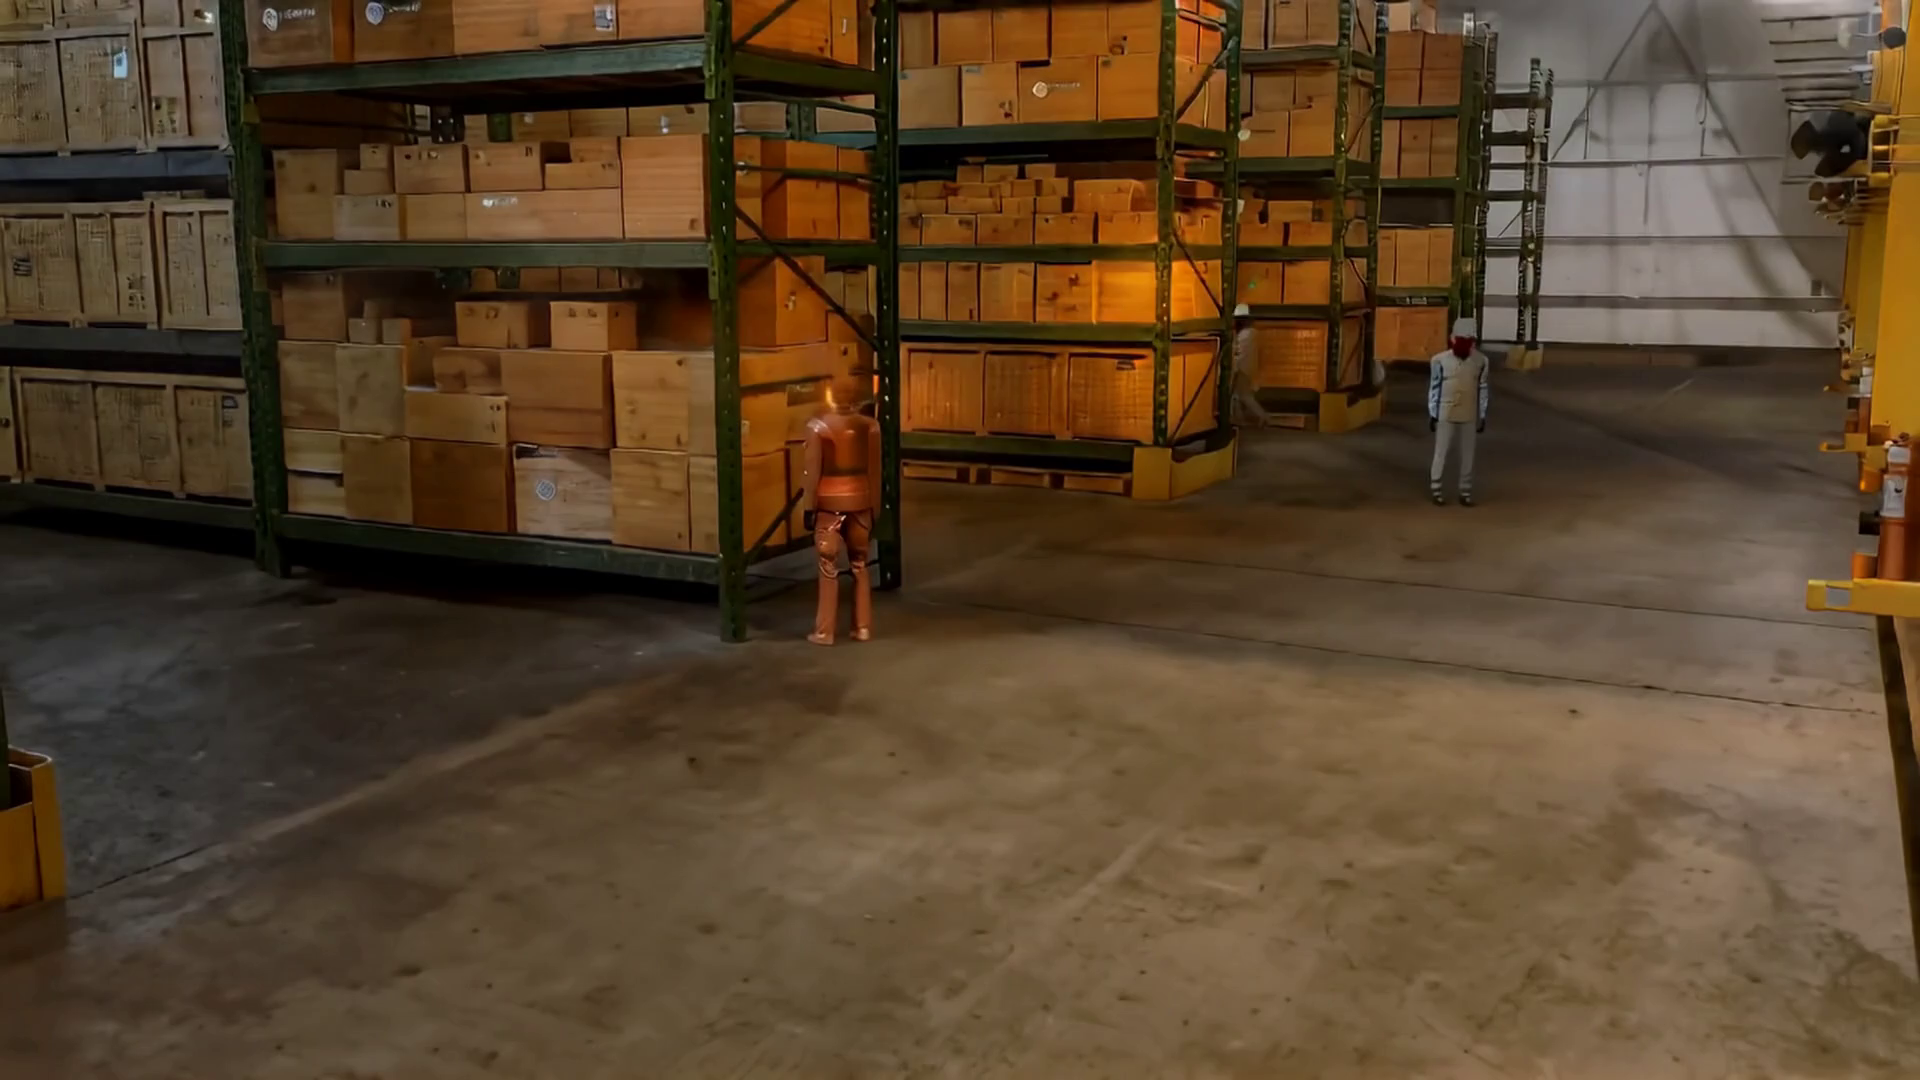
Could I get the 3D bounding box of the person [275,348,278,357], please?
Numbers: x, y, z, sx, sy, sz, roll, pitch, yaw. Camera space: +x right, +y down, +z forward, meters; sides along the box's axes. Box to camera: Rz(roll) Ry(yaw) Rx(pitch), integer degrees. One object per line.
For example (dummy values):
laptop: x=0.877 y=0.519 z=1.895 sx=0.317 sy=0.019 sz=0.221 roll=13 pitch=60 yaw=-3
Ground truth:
person: x=-7.862 y=-1.970 z=19.422 sx=0.374 sy=1.929 sz=0.547 roll=-1 pitch=10 yaw=-7

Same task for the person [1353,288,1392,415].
person: x=6.025 y=-2.712 z=24.004 sx=0.729 sy=1.818 sz=0.645 roll=3 pitch=10 yaw=18

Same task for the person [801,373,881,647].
person: x=-0.695 y=-0.180 z=9.907 sx=0.525 sy=1.632 sz=0.314 roll=-6 pitch=12 yaw=-32

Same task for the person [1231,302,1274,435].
person: x=3.586 y=-2.114 z=20.832 sx=0.718 sy=1.722 sz=0.491 roll=-1 pitch=10 yaw=-6

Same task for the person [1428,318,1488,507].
person: x=4.589 y=-1.169 z=15.300 sx=0.568 sy=1.744 sz=0.349 roll=-1 pitch=10 yaw=-5
